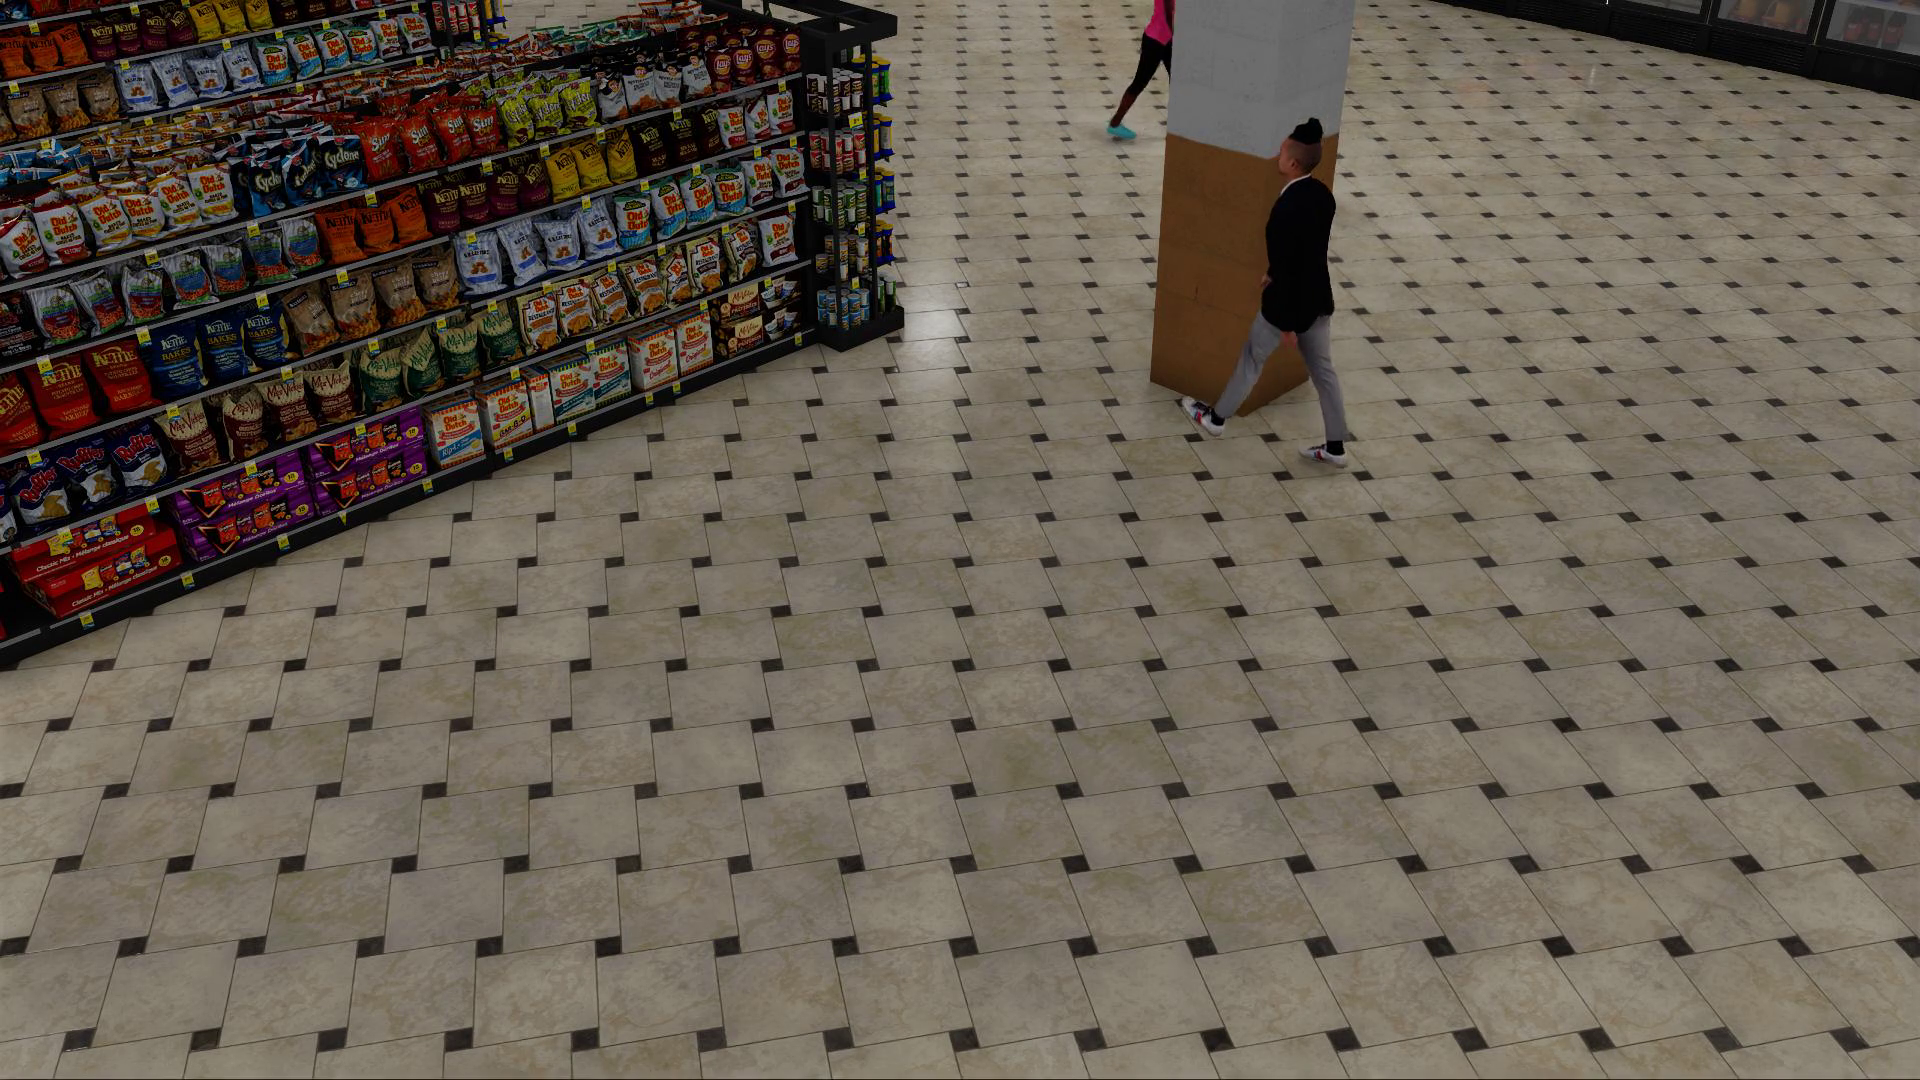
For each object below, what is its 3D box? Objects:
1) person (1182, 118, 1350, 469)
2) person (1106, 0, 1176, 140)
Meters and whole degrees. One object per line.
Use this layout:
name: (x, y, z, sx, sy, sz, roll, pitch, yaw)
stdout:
person: (1.879, -1.238, 8.816, 0.825, 1.895, 1.170, 26, 40, 35)
person: (1.538, -4.042, 13.529, 0.970, 1.677, 1.114, 10, 33, 15)
